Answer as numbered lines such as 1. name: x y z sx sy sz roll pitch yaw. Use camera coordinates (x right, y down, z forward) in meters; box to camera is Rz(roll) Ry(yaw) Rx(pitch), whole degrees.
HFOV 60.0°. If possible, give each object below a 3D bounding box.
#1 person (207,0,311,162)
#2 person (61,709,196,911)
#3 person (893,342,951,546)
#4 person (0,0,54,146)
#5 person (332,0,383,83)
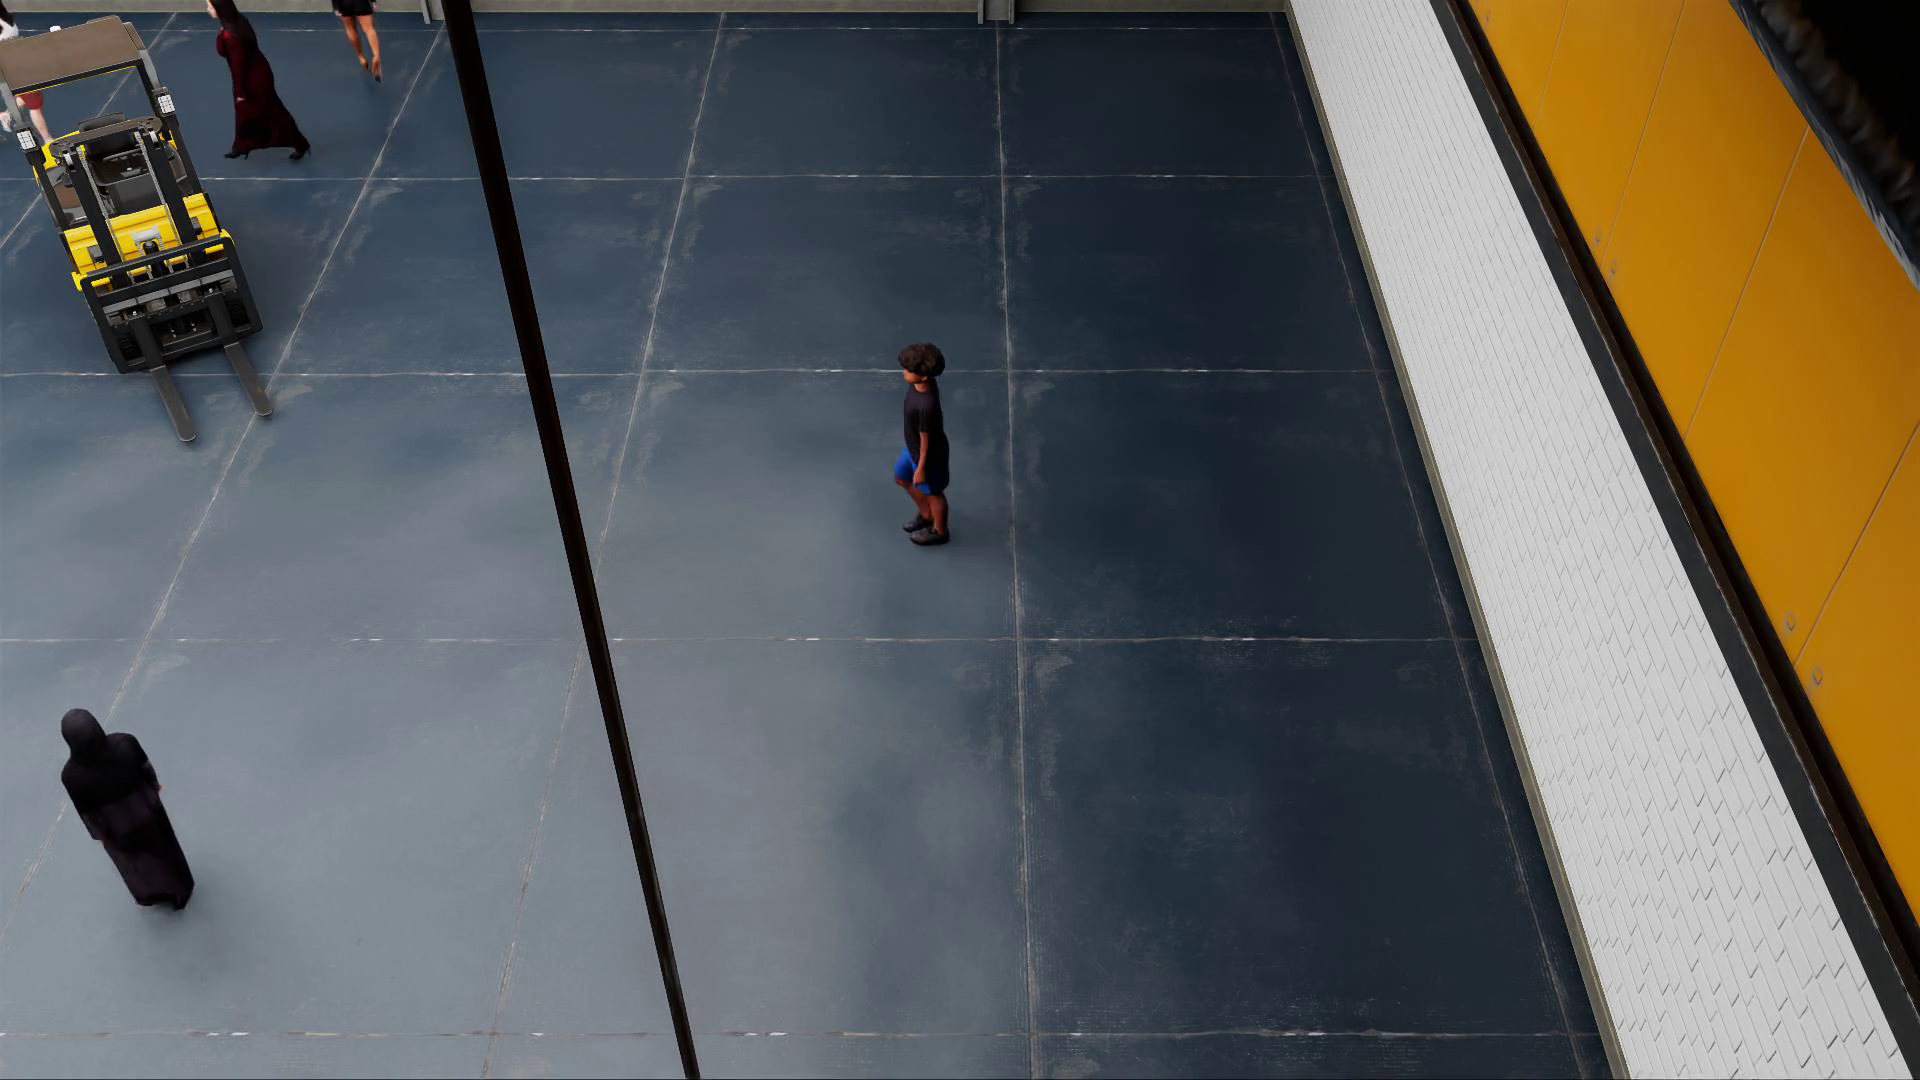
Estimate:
1. person: -6.438 -4.270 15.392 1.116 1.714 0.911 -14 45 -14
2. person: -4.664 1.552 9.357 0.807 1.609 0.858 -30 51 -27
3. person: -0.151 -0.651 11.543 0.647 1.783 0.662 -6 44 -6
4. person: -8.860 -4.378 15.491 0.900 1.733 0.654 5 44 5
5. person: -6.025 -5.303 16.545 0.987 1.618 0.865 -15 46 -16
